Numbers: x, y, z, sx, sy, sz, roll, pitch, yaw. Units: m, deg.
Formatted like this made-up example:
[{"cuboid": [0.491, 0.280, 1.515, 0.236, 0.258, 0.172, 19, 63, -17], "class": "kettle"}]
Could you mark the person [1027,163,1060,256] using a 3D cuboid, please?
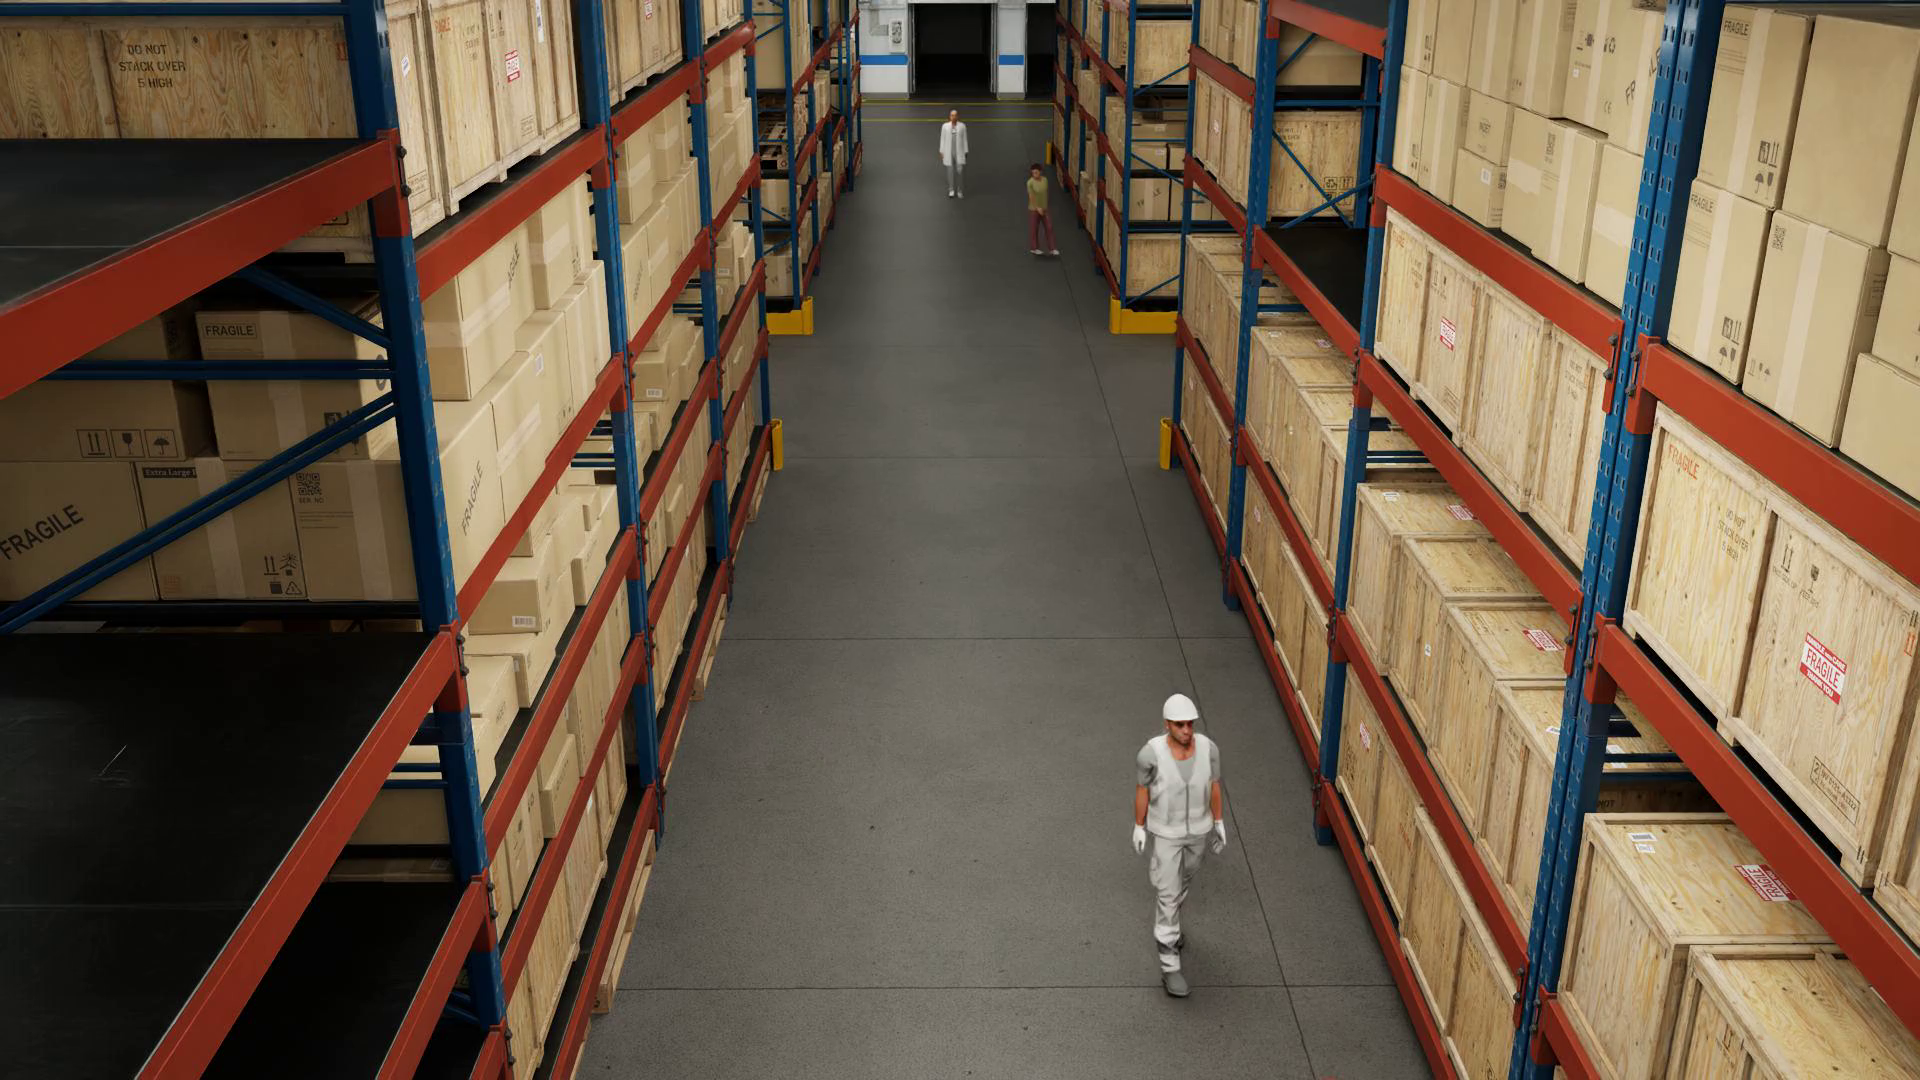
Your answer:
[{"cuboid": [1.444, -5.859, 29.487, 0.525, 1.641, 0.705, -9, 23, -21], "class": "person"}]

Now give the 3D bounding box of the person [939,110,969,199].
[{"cuboid": [-0.137, -8.149, 35.143, 0.613, 1.791, 0.588, 1, 22, 3], "class": "person"}]

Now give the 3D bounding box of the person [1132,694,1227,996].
[{"cuboid": [1.357, 1.780, 9.967, 0.551, 1.770, 0.827, -5, 22, -13], "class": "person"}]
